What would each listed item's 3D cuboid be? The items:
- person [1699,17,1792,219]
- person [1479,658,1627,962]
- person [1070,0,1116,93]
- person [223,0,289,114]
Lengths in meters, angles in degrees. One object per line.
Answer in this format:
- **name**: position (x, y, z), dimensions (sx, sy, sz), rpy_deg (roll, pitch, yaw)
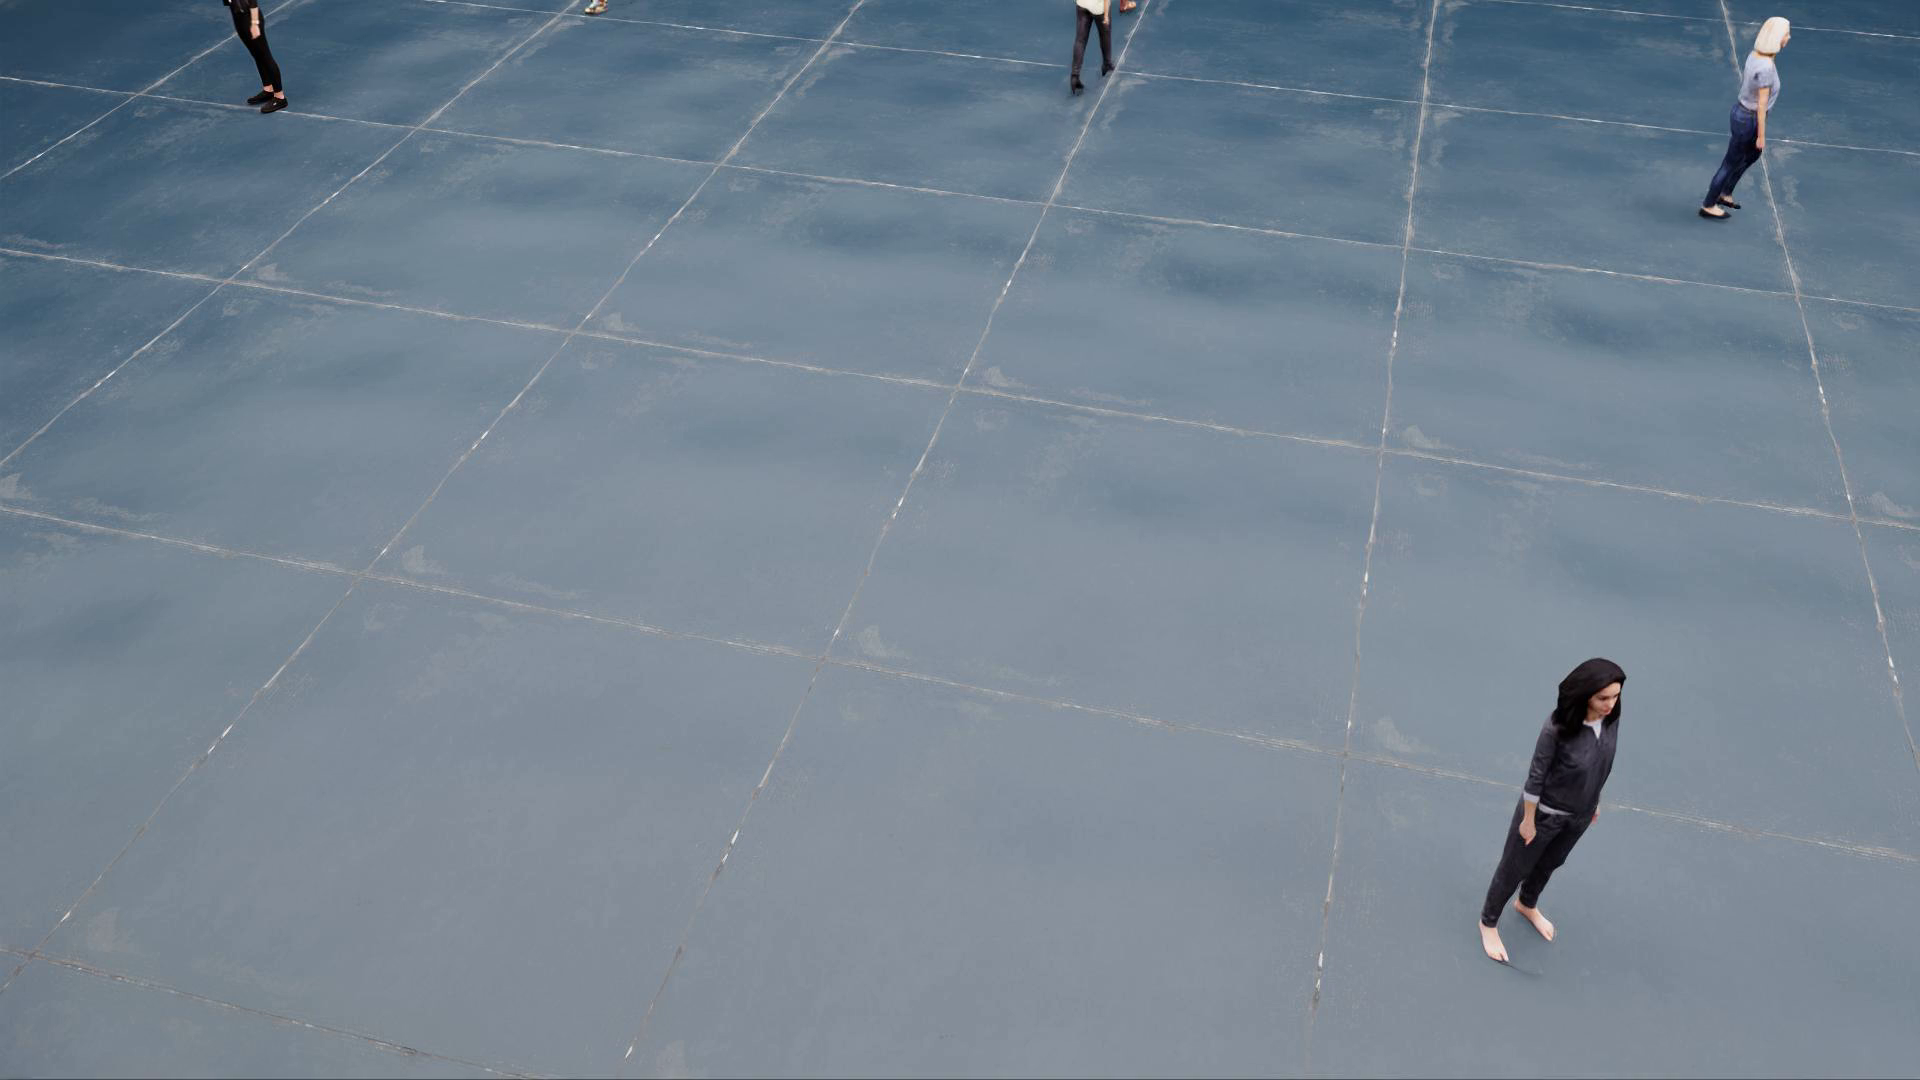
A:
- **person**: position (6.310, -3.416, 13.534), dimensions (0.673, 1.712, 0.544), rpy_deg (7, 39, 9)
- **person**: position (2.715, 1.207, 7.580), dimensions (0.672, 1.766, 0.712), rpy_deg (-16, 41, -19)
- **person**: position (1.217, -4.983, 15.671), dimensions (0.778, 1.546, 1.052), rpy_deg (21, 42, 24)
- **person**: position (-6.552, -4.825, 15.341), dimensions (0.709, 1.705, 0.684), rpy_deg (-27, 45, -30)
